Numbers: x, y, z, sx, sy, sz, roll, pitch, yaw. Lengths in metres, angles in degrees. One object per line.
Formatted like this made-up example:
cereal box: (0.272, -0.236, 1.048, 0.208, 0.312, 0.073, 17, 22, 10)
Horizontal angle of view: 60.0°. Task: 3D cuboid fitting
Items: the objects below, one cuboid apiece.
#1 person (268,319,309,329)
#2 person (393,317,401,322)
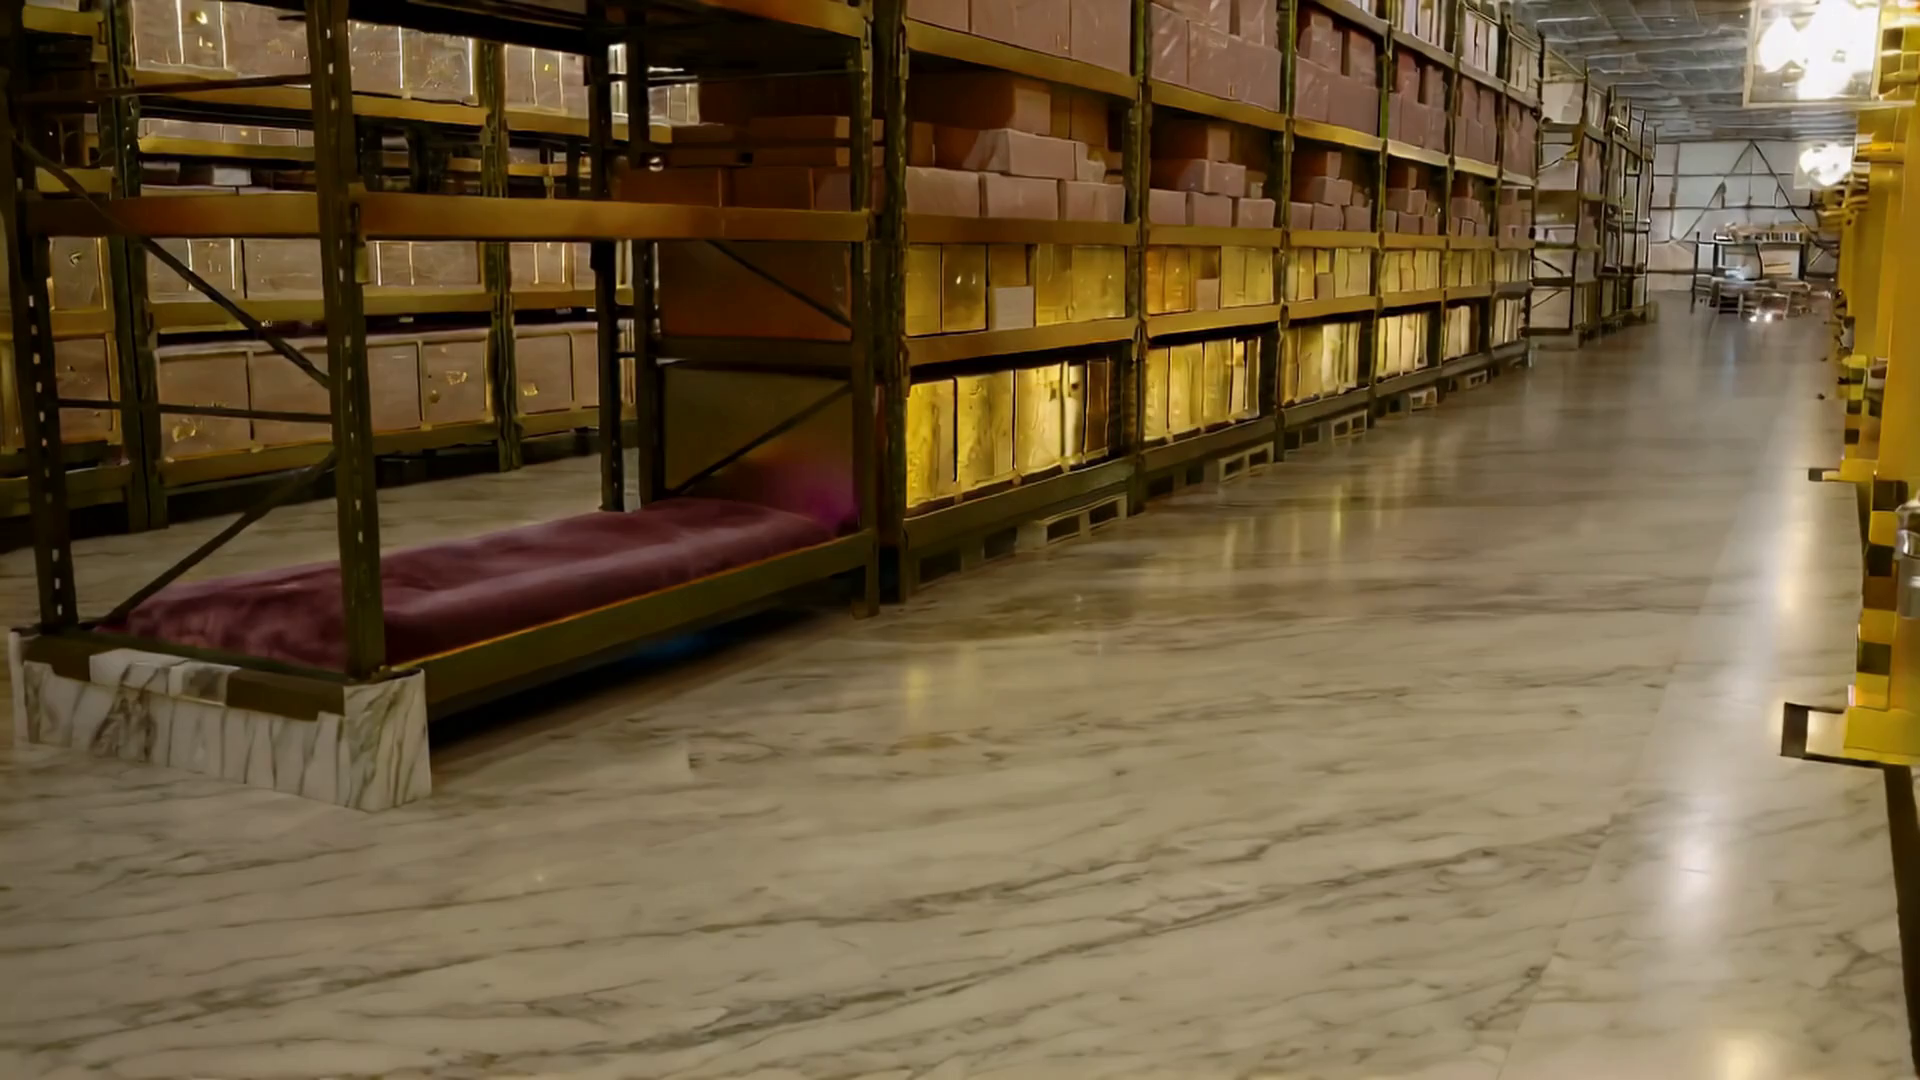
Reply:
person: (-7.742, -2.048, 19.319, 0.591, 1.805, 0.778, 6, 12, 33)
person: (-10.477, -3.922, 30.676, 0.317, 1.632, 0.515, -4, 11, -23)
